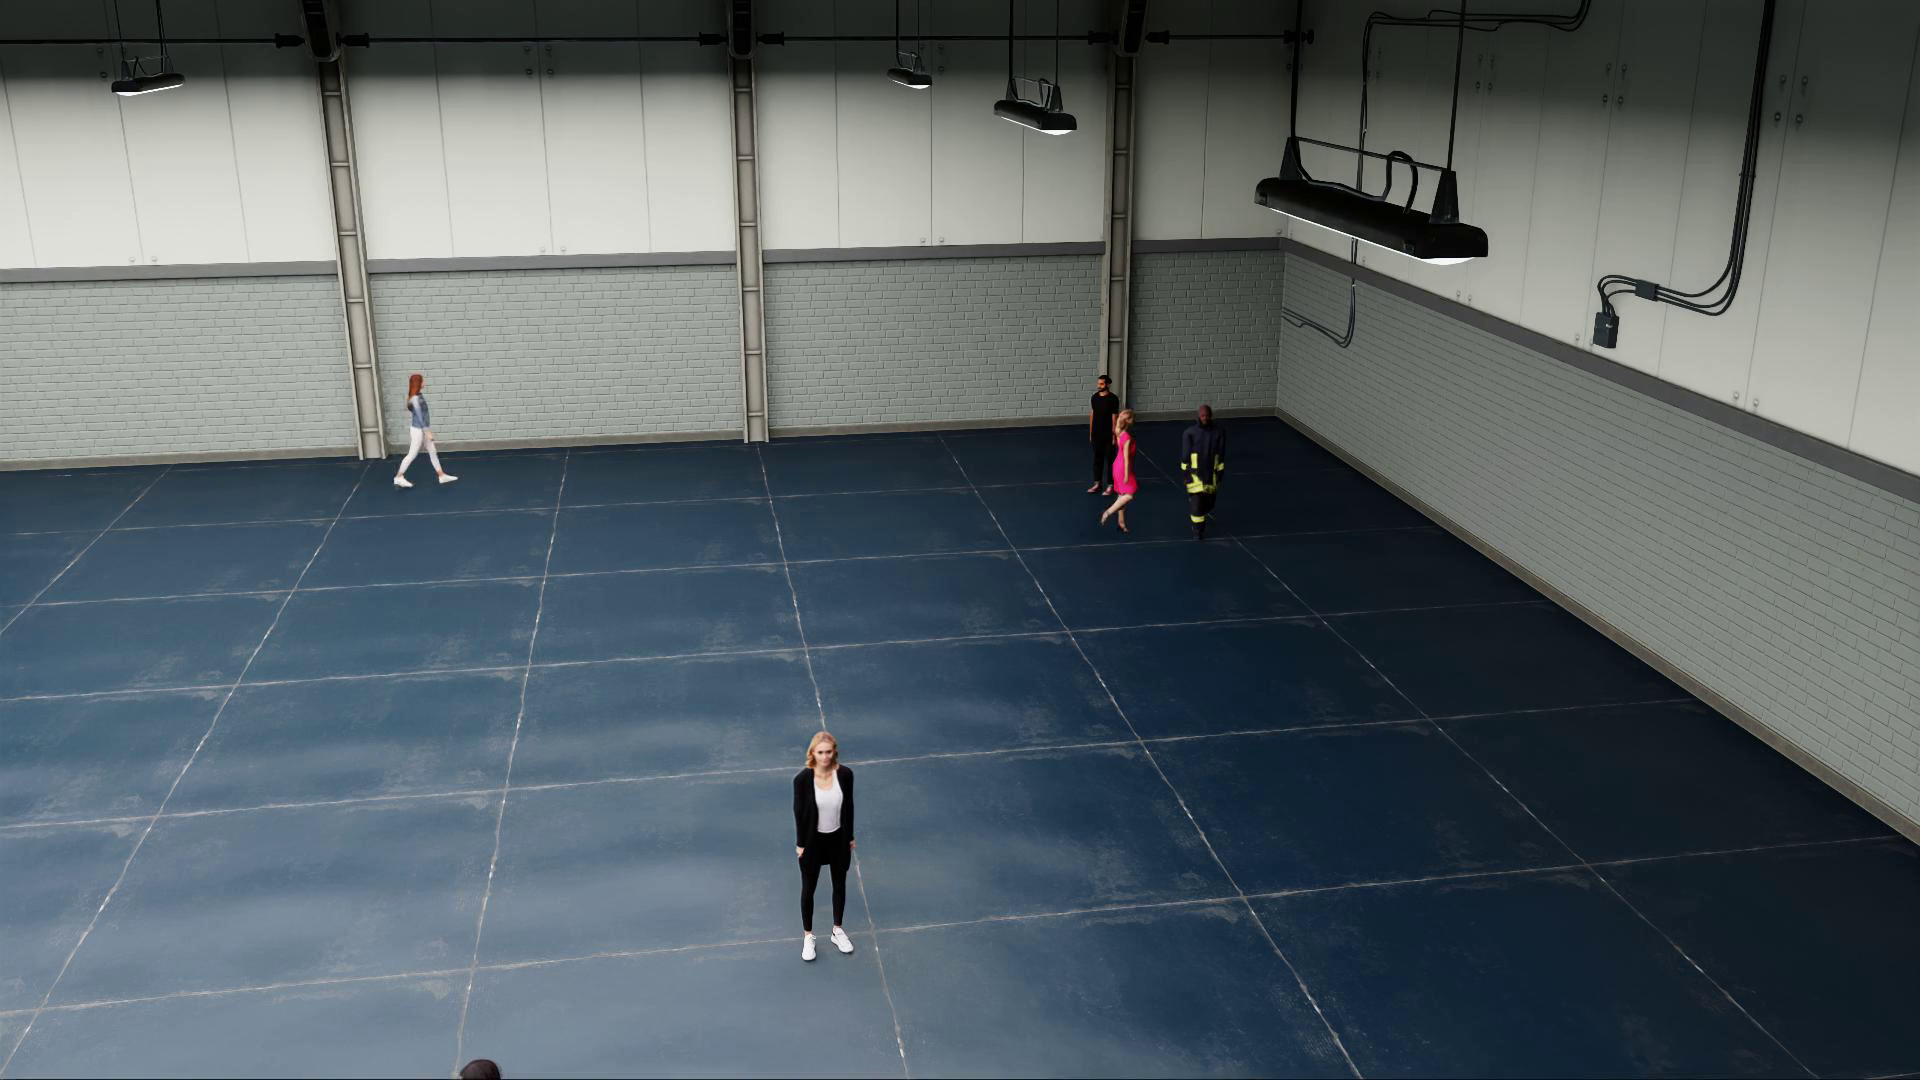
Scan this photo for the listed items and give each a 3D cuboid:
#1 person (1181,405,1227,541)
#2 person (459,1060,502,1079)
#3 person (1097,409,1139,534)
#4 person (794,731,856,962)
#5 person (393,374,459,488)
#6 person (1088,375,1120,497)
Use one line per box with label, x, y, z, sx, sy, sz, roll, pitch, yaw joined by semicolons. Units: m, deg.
person;3.220;-0.937;22.168;1.010;1.800;0.886;0;18;-1
person;-2.425;3.476;8.661;0.656;1.772;0.657;-13;22;-35
person;2.098;-0.909;22.220;0.758;1.713;0.553;-2;18;-7
person;-1.002;2.254;12.369;0.491;1.801;0.689;-6;19;-18
person;-7.990;-1.556;24.291;1.104;1.662;0.609;-3;18;-9
person;2.092;-1.533;24.067;0.698;1.757;0.753;13;22;35
